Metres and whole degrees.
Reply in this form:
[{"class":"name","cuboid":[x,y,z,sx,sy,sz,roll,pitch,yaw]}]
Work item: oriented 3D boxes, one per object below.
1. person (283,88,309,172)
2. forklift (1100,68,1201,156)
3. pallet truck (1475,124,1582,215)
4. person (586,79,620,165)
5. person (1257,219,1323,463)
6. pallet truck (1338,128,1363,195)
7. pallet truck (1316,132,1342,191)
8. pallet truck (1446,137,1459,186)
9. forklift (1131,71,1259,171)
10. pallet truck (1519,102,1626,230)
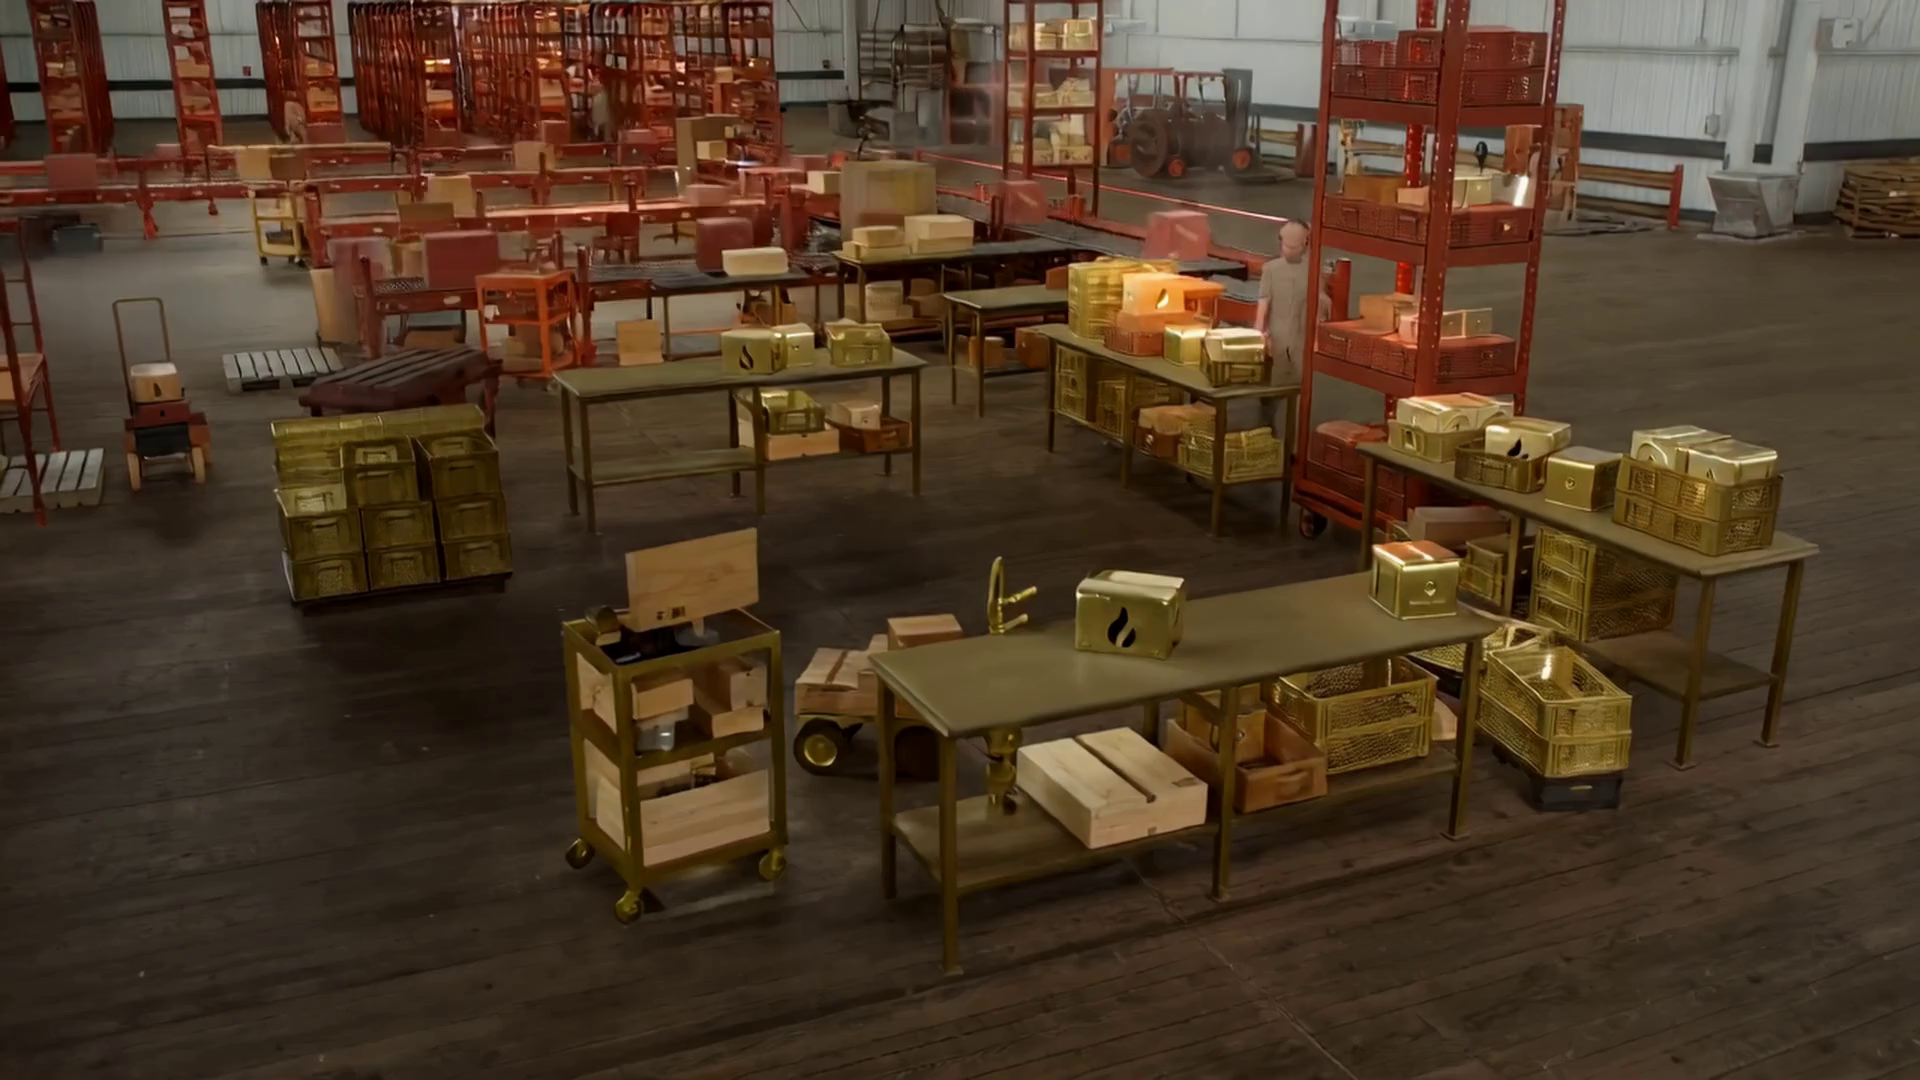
[{"class":"person","cuboid":[-14.401,-8.866,36.031,0.459,1.794,0.609,1,18,4]},{"class":"forklift","cuboid":[4.082,-9.564,37.410,2.680,1.987,1.157,-8,19,-23]},{"class":"pallet truck","cuboid":[9.707,-6.455,28.103,1.885,1.965,0.823,-7,19,-20]},{"class":"person","cuboid":[-7.888,-9.183,36.745,0.633,1.969,0.617,-3,18,-10]},{"class":"person","cuboid":[2.517,-1.518,12.758,0.520,1.871,0.326,-1,18,-4]},{"class":"pallet truck","cuboid":[7.845,-7.140,31.411,1.522,1.261,0.704,-9,20,-25]},{"class":"pallet truck","cuboid":[7.723,-7.504,32.656,1.601,1.201,0.680,-8,19,-23]},{"class":"pallet truck","cuboid":[9.184,-6.485,29.328,1.630,1.274,0.653,-8,19,-23]},{"class":"forklift","cuboid":[4.998,-8.936,35.413,2.680,1.987,1.157,-9,20,-25]},{"class":"pallet truck","cuboid":[9.972,-6.037,26.785,1.885,1.965,0.823,-9,20,-25]}]
